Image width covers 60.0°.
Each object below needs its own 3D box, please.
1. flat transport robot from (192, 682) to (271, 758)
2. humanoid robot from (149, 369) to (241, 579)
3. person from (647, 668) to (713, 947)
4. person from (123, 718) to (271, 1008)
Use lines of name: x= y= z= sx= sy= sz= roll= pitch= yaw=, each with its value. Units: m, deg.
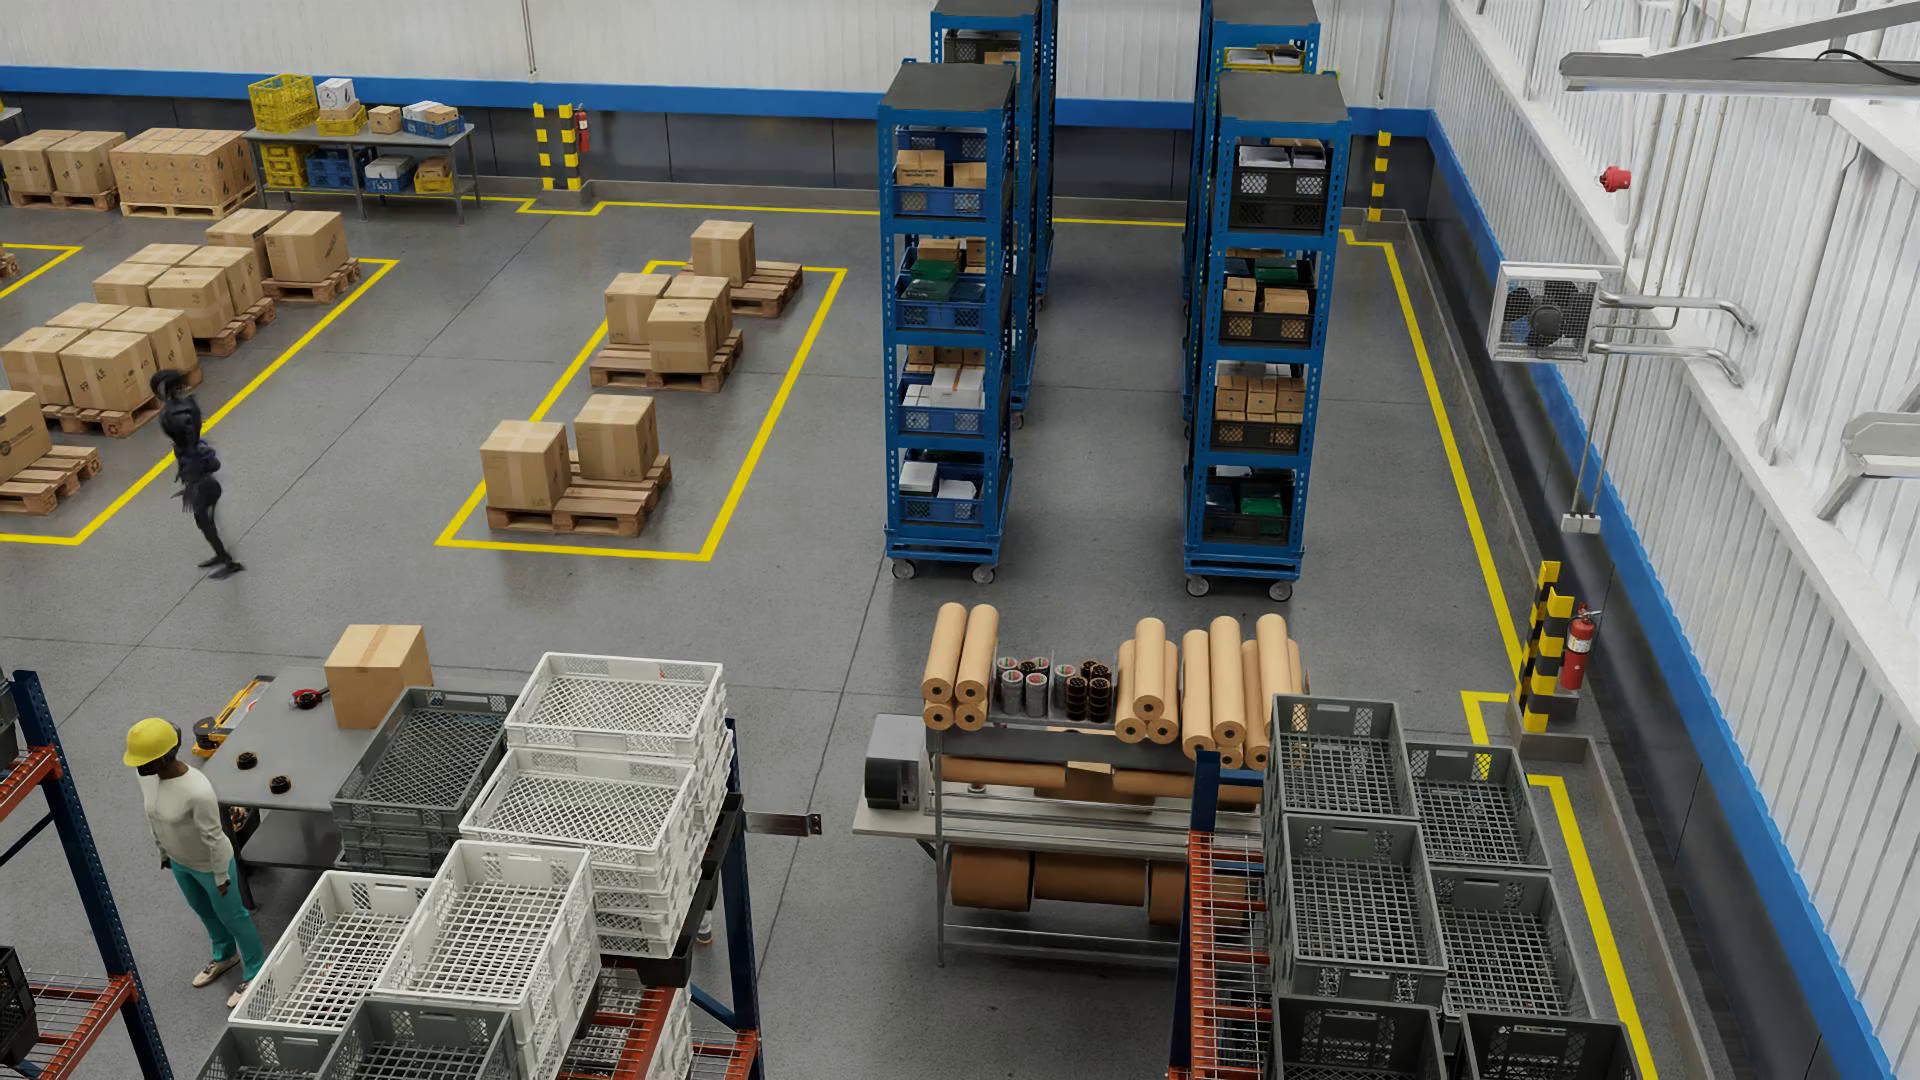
flat transport robot: x=-4.089 y=1.163 z=10.648 sx=1.431 sy=0.197 sz=0.652 roll=3 pitch=30 yaw=6
humanoid robot: x=-5.622 y=-0.463 z=12.099 sx=0.430 sy=1.655 sz=0.602 roll=-22 pitch=37 yaw=-32
person: x=-1.547 y=1.428 z=8.618 sx=0.356 sy=1.882 sz=0.572 roll=25 pitch=38 yaw=36
person: x=-3.880 y=1.619 z=8.413 sx=0.516 sy=1.756 sz=0.337 roll=14 pitch=33 yaw=23
